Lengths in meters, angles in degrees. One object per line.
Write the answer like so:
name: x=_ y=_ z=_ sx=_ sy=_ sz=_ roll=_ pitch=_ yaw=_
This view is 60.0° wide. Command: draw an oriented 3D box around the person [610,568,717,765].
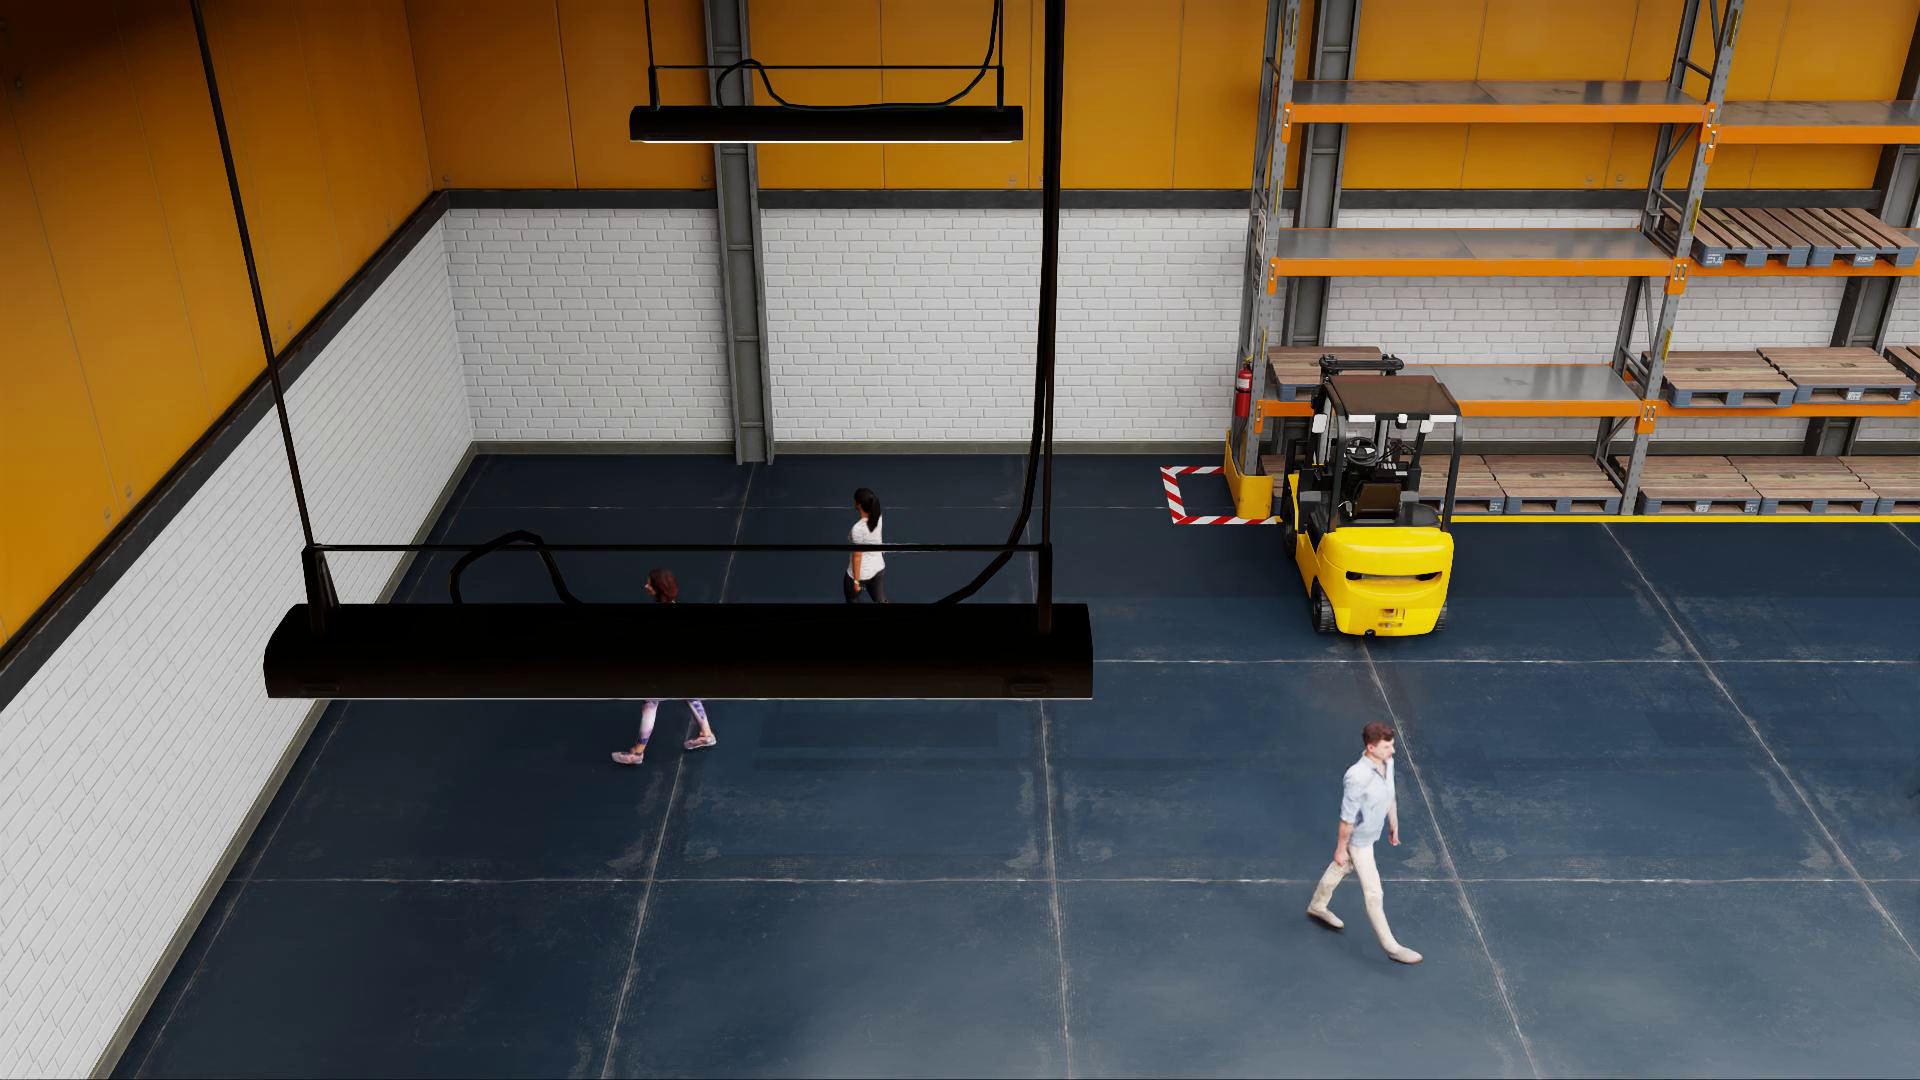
person: x=-2.252 y=0.996 z=13.362 sx=1.130 sy=1.728 sz=0.737 roll=-6 pitch=29 yaw=-11

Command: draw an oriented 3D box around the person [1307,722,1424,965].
person: x=2.688 y=1.996 z=11.446 sx=1.241 sy=1.806 sz=1.127 roll=21 pitch=35 yaw=34
